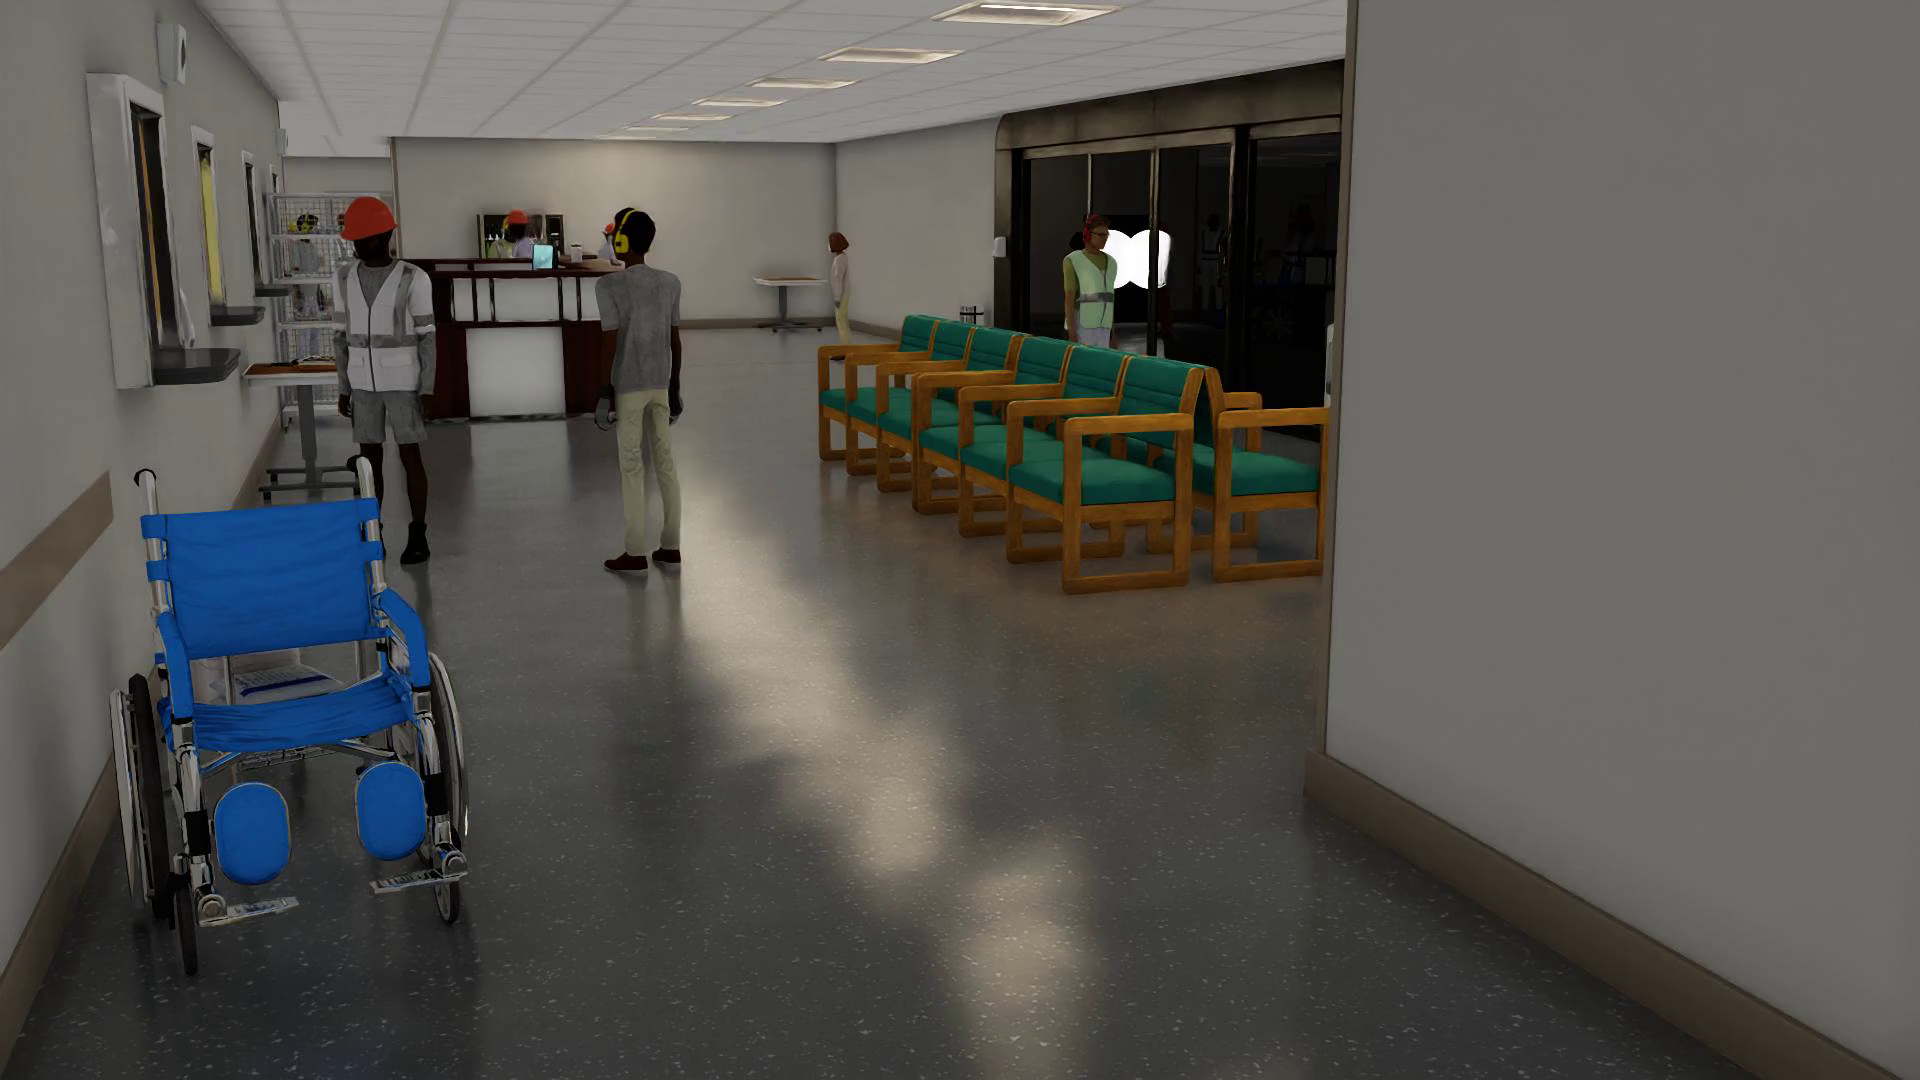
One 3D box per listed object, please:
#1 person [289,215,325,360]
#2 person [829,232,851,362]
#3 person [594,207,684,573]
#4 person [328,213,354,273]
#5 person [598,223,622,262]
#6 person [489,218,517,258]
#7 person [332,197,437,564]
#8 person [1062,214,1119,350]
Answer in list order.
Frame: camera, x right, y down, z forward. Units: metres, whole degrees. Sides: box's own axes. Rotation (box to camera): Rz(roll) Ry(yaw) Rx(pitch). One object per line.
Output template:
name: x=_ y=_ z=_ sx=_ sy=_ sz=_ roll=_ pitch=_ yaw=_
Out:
person: x=-7.429 y=-2.775 z=18.975 sx=0.363 sy=1.855 sz=0.538 roll=1 pitch=11 yaw=4
person: x=-1.532 y=-3.096 z=21.214 sx=0.285 sy=1.628 sz=0.504 roll=0 pitch=11 yaw=2
person: x=-1.662 y=-0.765 z=8.600 sx=0.328 sy=1.876 sz=0.514 roll=11 pitch=15 yaw=44
person: x=-9.618 y=-4.165 z=26.055 sx=0.341 sy=1.878 sz=0.577 roll=4 pitch=12 yaw=21
person: x=-4.696 y=-3.415 z=22.543 sx=0.369 sy=1.741 sz=0.562 roll=-7 pitch=13 yaw=-32
person: x=-5.961 y=-3.387 z=22.169 sx=0.403 sy=1.827 sz=0.601 roll=8 pitch=14 yaw=37
person: x=-3.038 y=-0.825 z=8.770 sx=0.546 sy=1.928 sz=0.385 roll=1 pitch=11 yaw=7
person: x=1.028 y=-1.637 z=13.153 sx=0.389 sy=1.845 sz=0.567 roll=11 pitch=15 yaw=43
